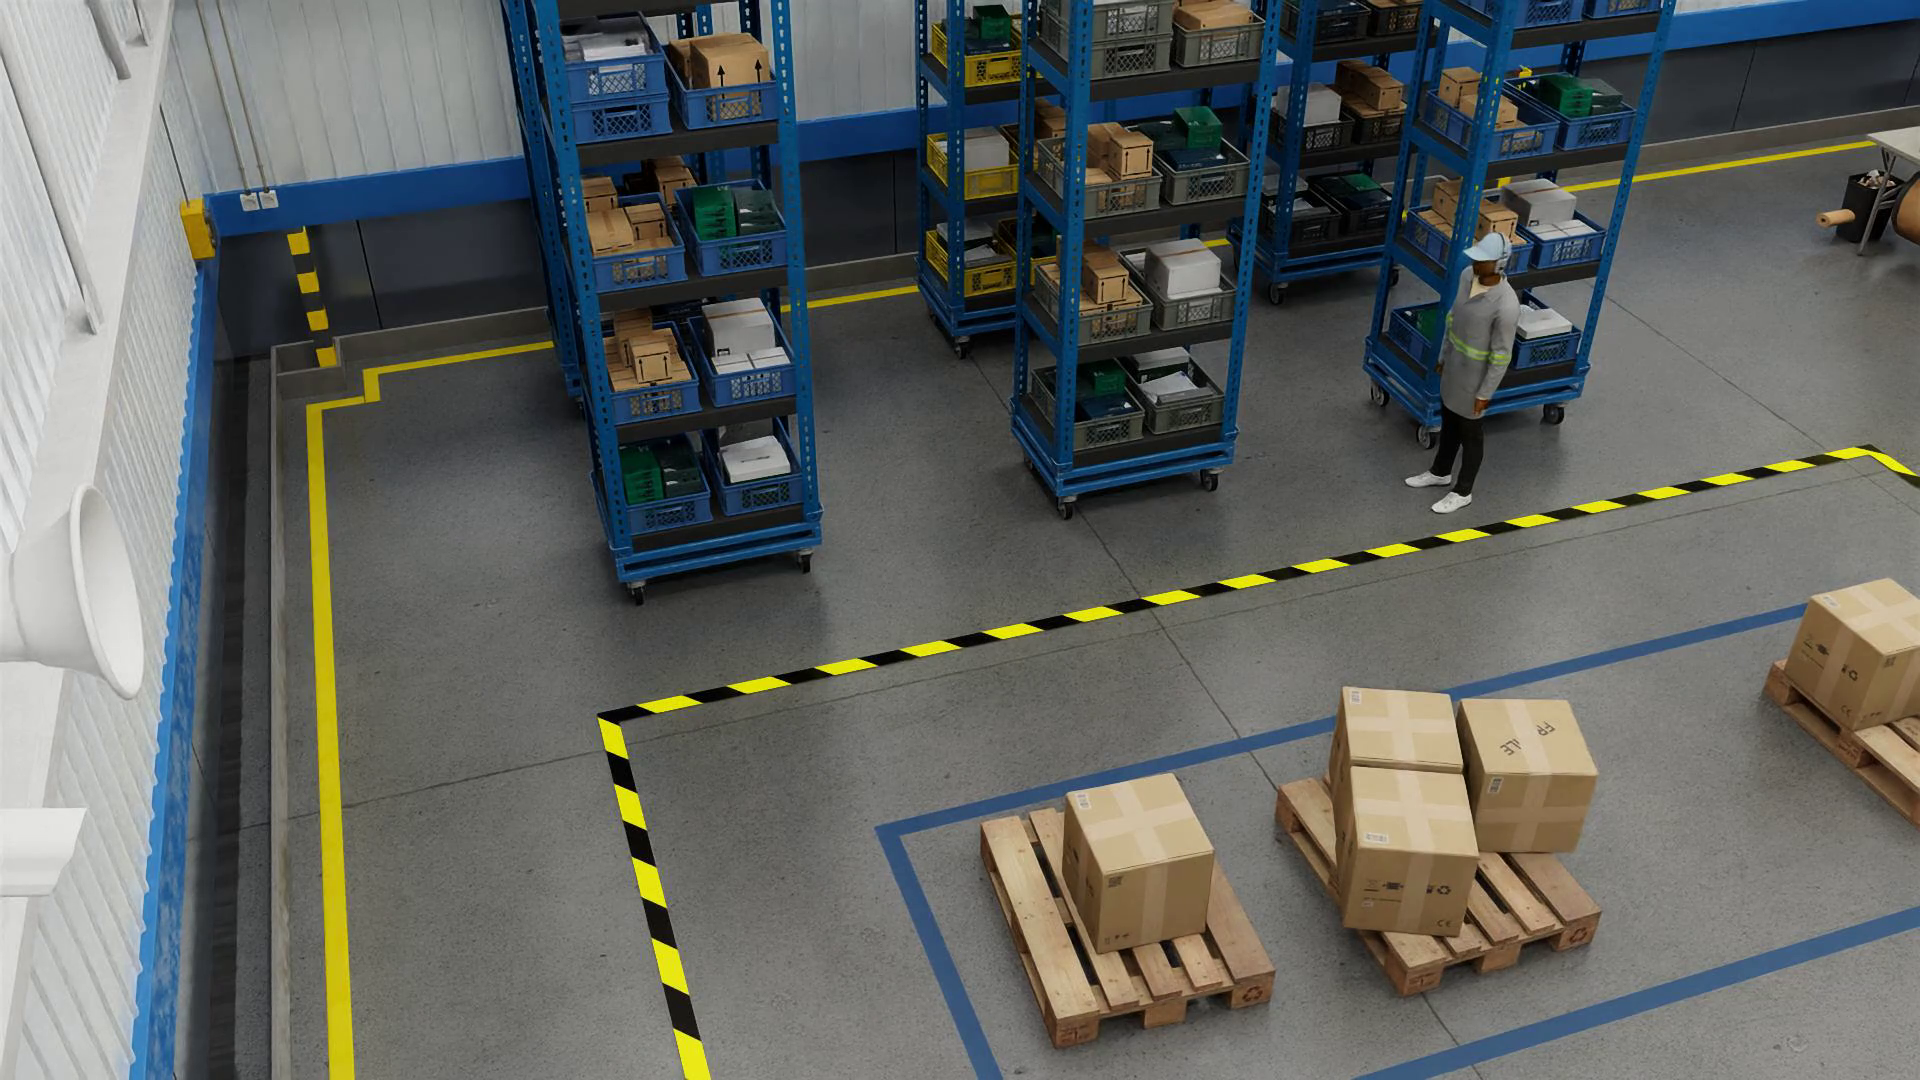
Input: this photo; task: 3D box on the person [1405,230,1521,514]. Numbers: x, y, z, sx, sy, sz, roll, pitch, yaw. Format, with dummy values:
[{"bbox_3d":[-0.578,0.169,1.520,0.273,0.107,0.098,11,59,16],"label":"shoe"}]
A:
[{"bbox_3d":[3.086,-1.025,10.135,0.366,1.852,0.589,-10,36,-13],"label":"person"}]
